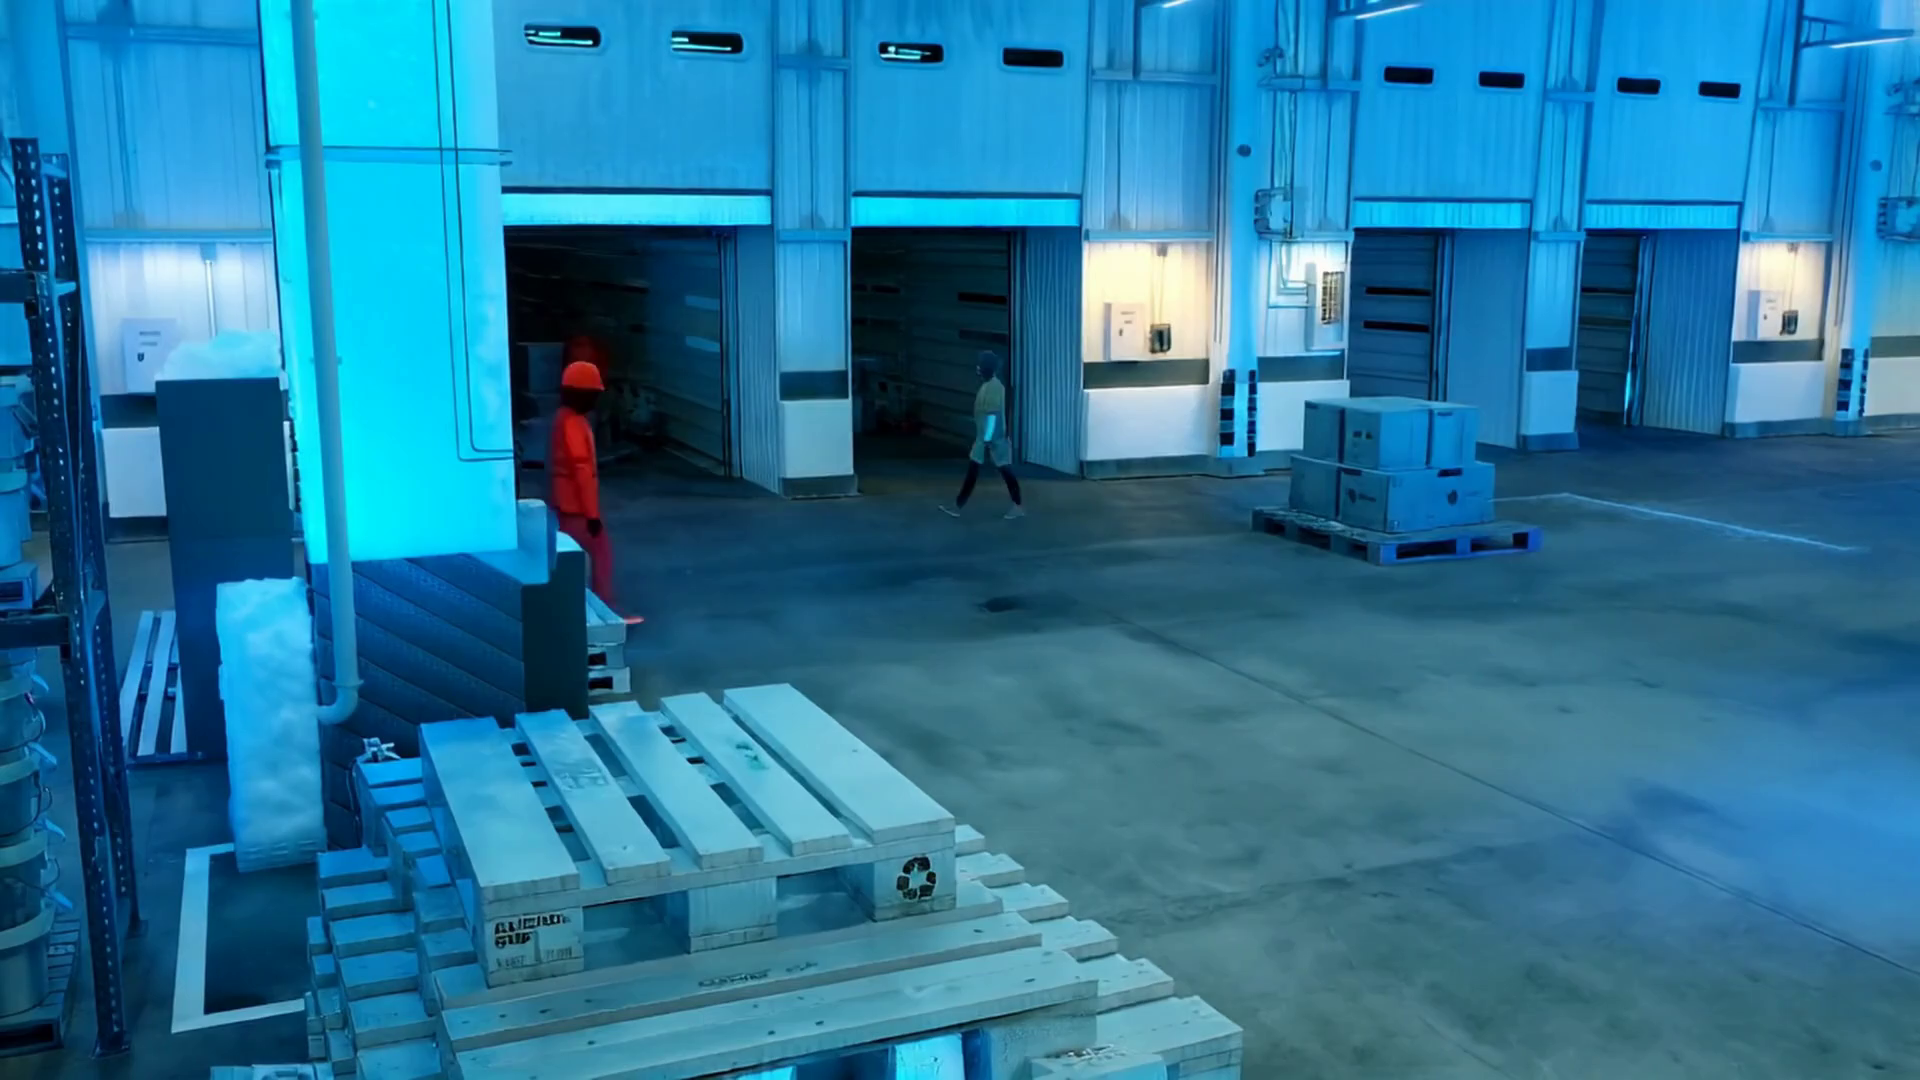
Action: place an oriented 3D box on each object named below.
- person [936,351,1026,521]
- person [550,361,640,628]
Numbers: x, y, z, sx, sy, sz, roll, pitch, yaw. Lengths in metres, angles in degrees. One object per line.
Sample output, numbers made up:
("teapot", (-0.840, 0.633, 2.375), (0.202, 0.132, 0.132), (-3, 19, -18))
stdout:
("person", (0.237, -0.989, 15.996), (0.890, 1.643, 0.550), (-3, 11, -15))
("person", (-2.502, -0.268, 11.342), (0.786, 1.894, 0.619), (-2, 11, -13))
